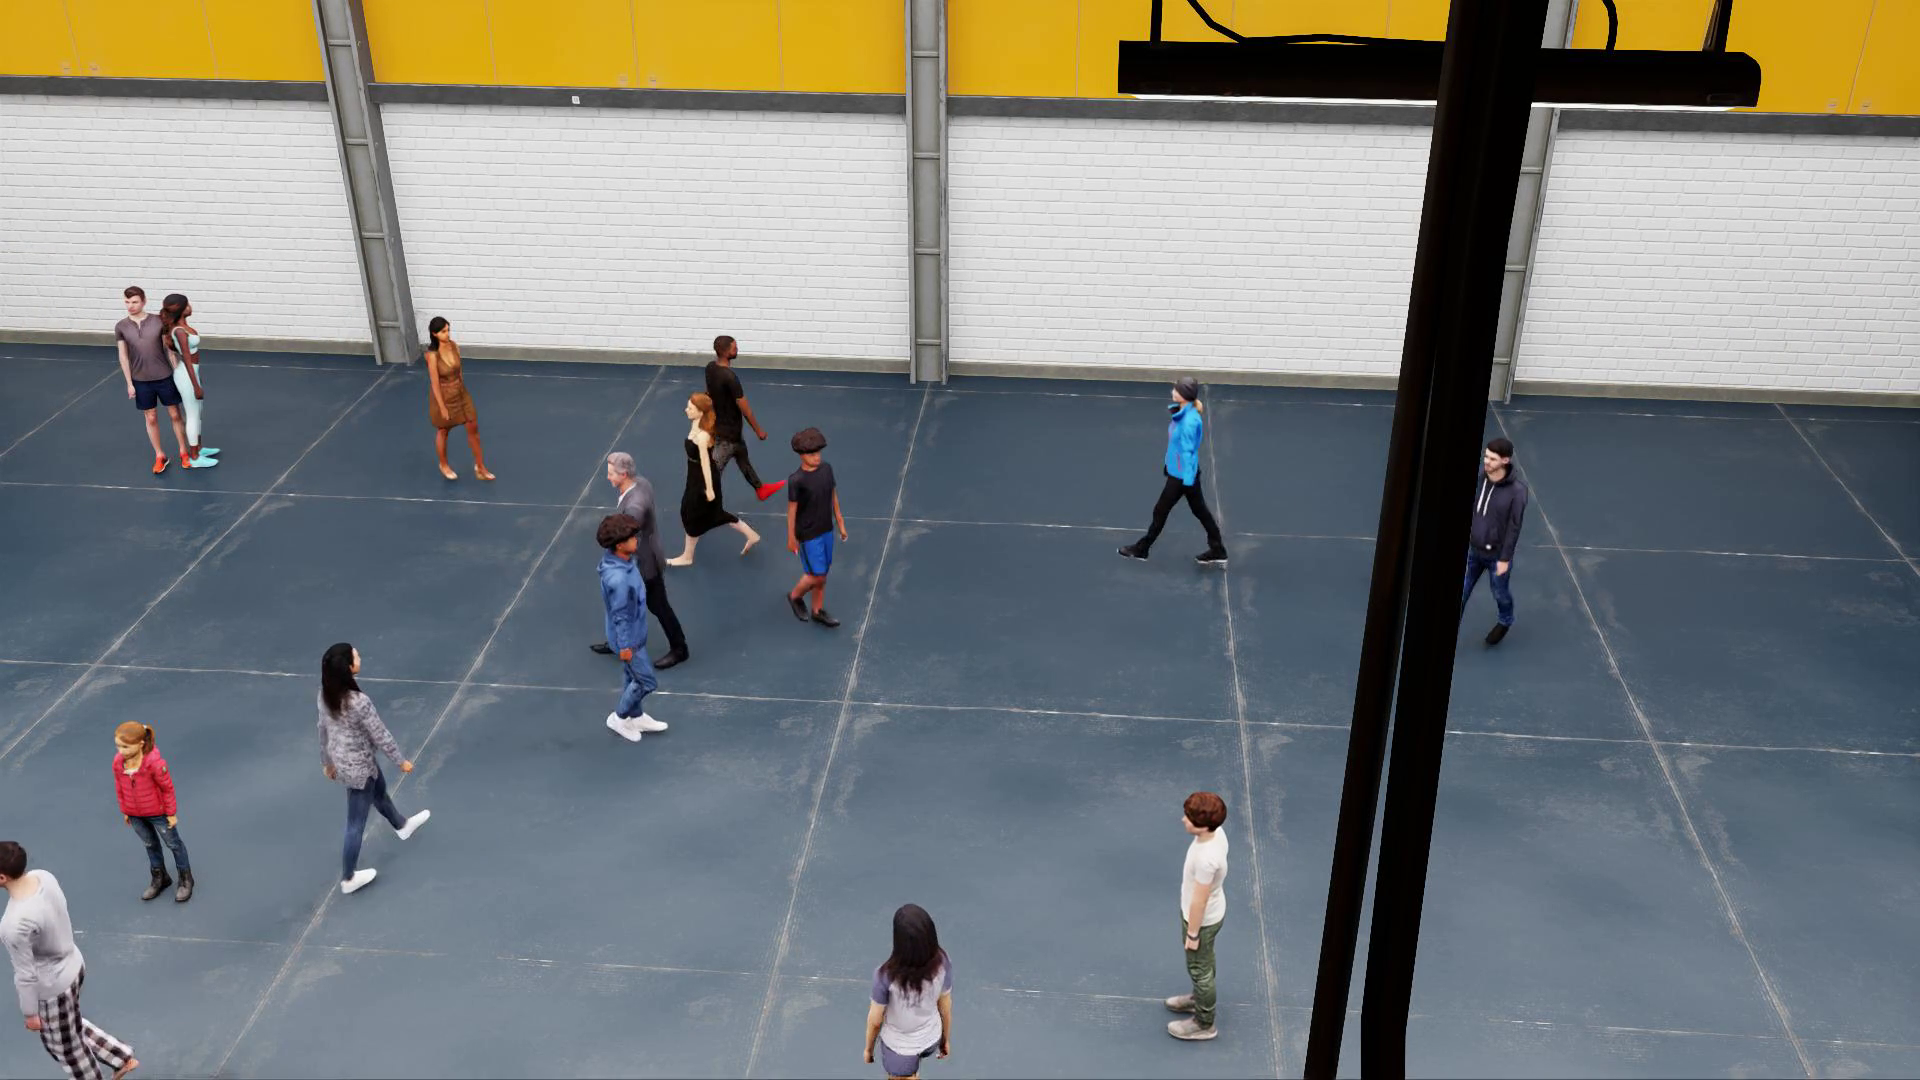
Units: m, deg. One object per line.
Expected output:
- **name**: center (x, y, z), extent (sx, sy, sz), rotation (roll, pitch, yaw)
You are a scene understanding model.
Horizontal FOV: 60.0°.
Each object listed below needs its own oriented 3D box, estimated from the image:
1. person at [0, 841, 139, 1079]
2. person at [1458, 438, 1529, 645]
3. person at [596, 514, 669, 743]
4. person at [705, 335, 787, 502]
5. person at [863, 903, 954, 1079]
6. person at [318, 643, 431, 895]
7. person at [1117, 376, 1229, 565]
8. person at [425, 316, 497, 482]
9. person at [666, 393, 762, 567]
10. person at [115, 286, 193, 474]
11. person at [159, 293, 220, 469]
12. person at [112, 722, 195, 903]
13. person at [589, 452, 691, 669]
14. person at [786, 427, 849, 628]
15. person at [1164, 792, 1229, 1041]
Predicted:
- **person**: center (-4.716, 2.315, 8.812), extent (0.798, 1.838, 0.739), rotation (-4, 29, -7)
- **person**: center (4.189, 0.063, 12.934), extent (1.254, 1.845, 1.179), rotation (-20, 34, -32)
- **person**: center (-2.446, 0.650, 11.908), extent (0.701, 1.797, 0.733), rotation (-2, 29, -3)
- **person**: center (-2.172, -0.944, 14.875), extent (1.281, 1.754, 1.093), rotation (-17, 33, -28)
- **person**: center (-0.212, 2.615, 8.413), extent (1.132, 1.695, 1.077), rotation (-16, 32, -27)
- **person**: center (-3.888, 1.471, 10.507), extent (1.072, 1.698, 1.032), rotation (21, 35, 34)
- **person**: center (1.991, -0.532, 14.131), extent (1.183, 1.744, 0.665), rotation (4, 29, 7)
- **person**: center (-4.869, -1.319, 15.657), extent (0.917, 1.664, 0.772), rotation (15, 32, 25)
- **person**: center (-2.092, -0.506, 14.242), extent (1.125, 1.592, 0.782), rotation (-5, 29, -9)
- **person**: center (-7.691, -1.546, 15.878), extent (0.646, 1.851, 0.789), rotation (-11, 30, -19)
- **person**: center (-7.417, -1.542, 16.007), extent (0.700, 1.721, 0.667), rotation (-12, 31, -21)
- **person**: center (-5.102, 1.695, 10.493), extent (0.423, 1.318, 0.565), rotation (3, 29, 5)
- **person**: center (-2.372, 0.149, 12.819), extent (1.138, 1.804, 1.011), rotation (-7, 29, -13)
- **person**: center (-1.238, -0.107, 13.315), extent (0.857, 1.779, 0.795), rotation (20, 34, 32)
- **person**: center (1.372, 2.104, 9.394), extent (0.566, 1.653, 0.569), rotation (6, 29, 10)
